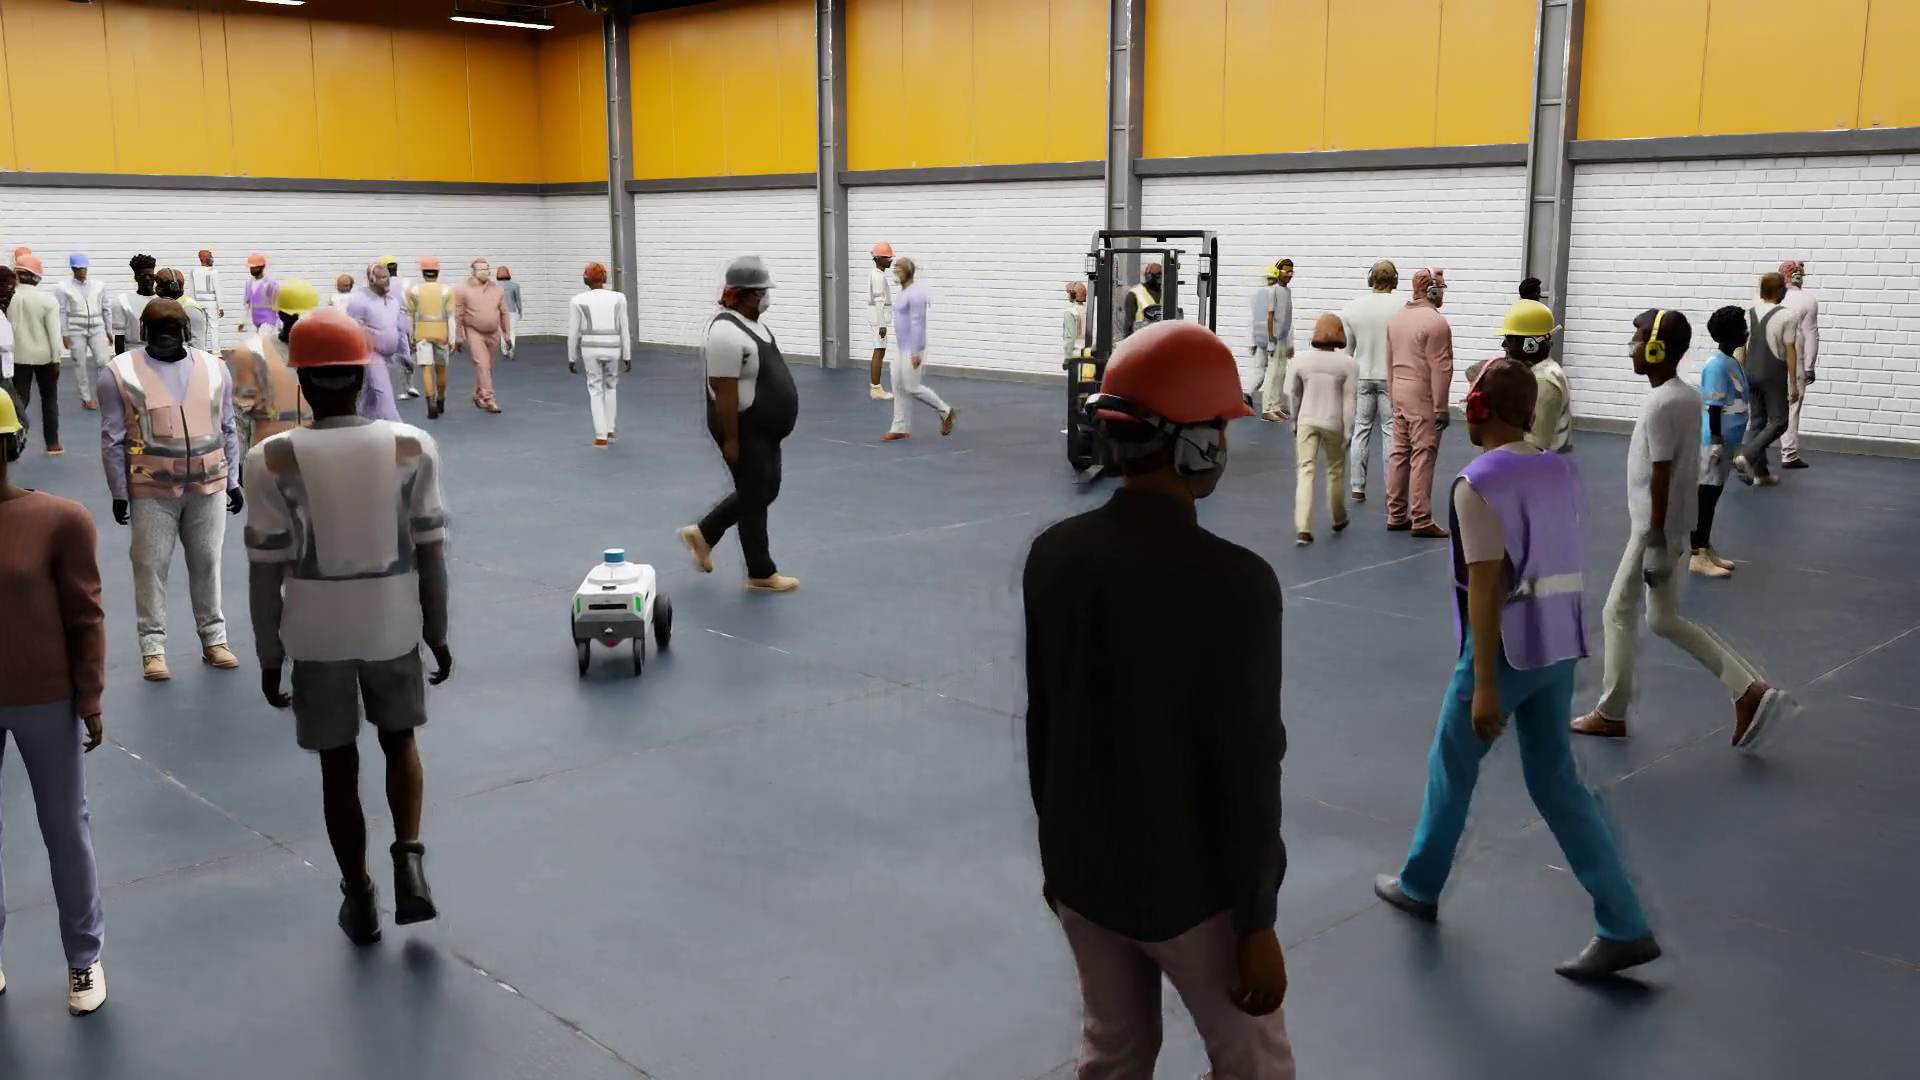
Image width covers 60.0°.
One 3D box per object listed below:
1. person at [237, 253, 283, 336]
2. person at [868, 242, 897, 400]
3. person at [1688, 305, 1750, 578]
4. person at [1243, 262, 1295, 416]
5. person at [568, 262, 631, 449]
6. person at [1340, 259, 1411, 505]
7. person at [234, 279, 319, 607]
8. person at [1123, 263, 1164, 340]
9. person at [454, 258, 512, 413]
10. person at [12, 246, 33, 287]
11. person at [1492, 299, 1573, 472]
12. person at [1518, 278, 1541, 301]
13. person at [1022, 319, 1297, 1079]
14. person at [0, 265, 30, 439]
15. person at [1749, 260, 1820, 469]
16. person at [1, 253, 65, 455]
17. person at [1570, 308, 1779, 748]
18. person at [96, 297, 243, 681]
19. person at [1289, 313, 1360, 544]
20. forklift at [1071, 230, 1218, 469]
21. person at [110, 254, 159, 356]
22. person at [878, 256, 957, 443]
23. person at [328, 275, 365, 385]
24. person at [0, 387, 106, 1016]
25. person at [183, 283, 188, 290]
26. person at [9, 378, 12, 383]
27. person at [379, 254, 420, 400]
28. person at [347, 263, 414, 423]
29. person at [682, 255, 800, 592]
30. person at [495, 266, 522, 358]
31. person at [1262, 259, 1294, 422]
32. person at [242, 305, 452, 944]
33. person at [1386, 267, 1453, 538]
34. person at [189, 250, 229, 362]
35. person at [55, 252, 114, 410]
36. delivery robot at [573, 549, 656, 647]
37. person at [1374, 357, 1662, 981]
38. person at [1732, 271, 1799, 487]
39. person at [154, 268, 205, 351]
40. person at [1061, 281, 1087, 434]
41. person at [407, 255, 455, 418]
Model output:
[{"bbox_3d":[-9.756,-3.045,23.188,0.553,1.883,1.000,6,12,29],"label":"person"},{"bbox_3d":[-1.005,-2.838,21.612,0.379,2.041,0.616,-1,10,-6],"label":"person"},{"bbox_3d":[4.775,-0.620,10.459,0.318,1.700,0.535,6,12,31],"label":"person"},{"bbox_3d":[3.627,-2.320,19.409,0.523,1.816,0.608,-8,13,-37],"label":"person"},{"bbox_3d":[-3.659,-1.860,16.785,0.608,1.857,0.692,-5,12,-26],"label":"person"},{"bbox_3d":[3.320,-1.246,13.216,0.629,1.940,0.379,5,11,24],"label":"person"},{"bbox_3d":[-3.614,-0.471,9.124,0.612,1.883,0.849,-9,13,-39],"label":"person"},{"bbox_3d":[2.230,-2.196,18.742,0.658,1.810,0.816,-5,12,-27],"label":"person"},{"bbox_3d":[-5.817,-2.500,20.264,0.656,1.867,0.969,-9,14,-40],"label":"person"},{"bbox_3d":[-14.689,-3.592,25.947,0.862,1.967,0.609,-8,13,-38],"label":"person"},{"bbox_3d":[2.767,-0.256,8.143,0.403,1.825,0.591,2,11,13],"label":"person"},{"bbox_3d":[5.951,-1.918,17.564,0.320,1.694,0.531,4,11,21],"label":"person"},{"bbox_3d":[0.356,0.597,3.037,0.441,1.983,0.639,-8,13,-37],"label":"person"},{"bbox_3d":[-7.834,-1.274,13.506,0.467,1.891,0.703,-5,12,-26],"label":"person"},{"bbox_3d":[7.585,-1.613,15.320,0.402,1.904,0.639,-7,13,-34],"label":"person"},{"bbox_3d":[-8.925,-1.755,15.933,0.603,1.964,0.787,-2,11,-9],"label":"person"},{"bbox_3d":[2.963,-0.031,6.873,0.788,1.847,0.514,8,13,36],"label":"person"},{"bbox_3d":[-3.797,-0.253,8.072,0.629,1.840,0.429,-9,14,-41],"label":"person"},{"bbox_3d":[2.543,-0.785,11.646,0.507,1.586,0.850,5,11,24],"label":"person"},{"bbox_3d":[1.804,-1.825,15.677,1.214,2.155,2.313,2,11,13],"label":"forklift"},{"bbox_3d":[-7.301,-1.590,15.015,0.604,1.966,0.367,-10,14,-43],"label":"person"},{"bbox_3d":[-0.457,-1.959,17.161,0.759,1.922,0.637,-4,11,-22],"label":"person"},{"bbox_3d":[-8.153,-2.735,22.259,0.541,1.599,0.835,1,10,7],"label":"person"},{"bbox_3d":[-2.586,0.440,4.498,0.525,1.769,0.309,-3,11,-15],"label":"person"},{"bbox_3d":[-8.292,-1.949,17.638,0.902,1.713,0.544,5,12,27],"label":"person"},{"bbox_3d":[-11.764,-2.433,20.162,0.311,1.768,0.533,5,12,26],"label":"person"},{"bbox_3d":[-7.285,-2.762,21.631,0.660,1.878,0.573,-1,10,-5],"label":"person"},{"bbox_3d":[-5.720,-1.807,16.514,1.005,1.847,0.667,3,11,17],"label":"person"},{"bbox_3d":[-1.316,-0.698,9.951,0.702,2.000,0.697,1,10,6],"label":"person"},{"bbox_3d":[-7.826,-3.917,28.662,0.509,1.611,0.627,-2,11,-8],"label":"person"},{"bbox_3d":[3.691,-2.299,19.168,0.334,1.865,0.517,7,13,35],"label":"person"},{"bbox_3d":[-1.804,0.277,4.940,0.563,1.928,0.423,-6,12,-29],"label":"person"},{"bbox_3d":[3.293,-0.977,11.836,0.402,1.909,0.639,-3,11,-16],"label":"person"},{"bbox_3d":[-12.621,-3.913,27.911,0.584,1.881,0.337,3,11,16],"label":"person"},{"bbox_3d":[-10.572,-2.514,20.159,0.648,1.921,0.708,-10,14,-43],"label":"person"},{"bbox_3d":[-1.730,0.289,8.369,0.477,0.478,0.707,-1,10,-5],"label":"delivery robot"},{"bbox_3d":[1.650,0.363,4.904,0.615,1.781,0.932,-7,13,-35],"label":"person"},{"bbox_3d":[6.757,-1.331,13.975,0.603,1.834,0.536,-5,12,-28],"label":"person"},{"bbox_3d":[-7.035,-1.515,14.948,0.633,1.842,0.429,8,13,37],"label":"person"},{"bbox_3d":[1.266,-1.956,17.904,0.314,1.640,0.516,7,12,32],"label":"person"},{"bbox_3d":[-6.216,-2.398,19.618,0.540,1.905,0.941,-4,11,-21],"label":"person"}]
